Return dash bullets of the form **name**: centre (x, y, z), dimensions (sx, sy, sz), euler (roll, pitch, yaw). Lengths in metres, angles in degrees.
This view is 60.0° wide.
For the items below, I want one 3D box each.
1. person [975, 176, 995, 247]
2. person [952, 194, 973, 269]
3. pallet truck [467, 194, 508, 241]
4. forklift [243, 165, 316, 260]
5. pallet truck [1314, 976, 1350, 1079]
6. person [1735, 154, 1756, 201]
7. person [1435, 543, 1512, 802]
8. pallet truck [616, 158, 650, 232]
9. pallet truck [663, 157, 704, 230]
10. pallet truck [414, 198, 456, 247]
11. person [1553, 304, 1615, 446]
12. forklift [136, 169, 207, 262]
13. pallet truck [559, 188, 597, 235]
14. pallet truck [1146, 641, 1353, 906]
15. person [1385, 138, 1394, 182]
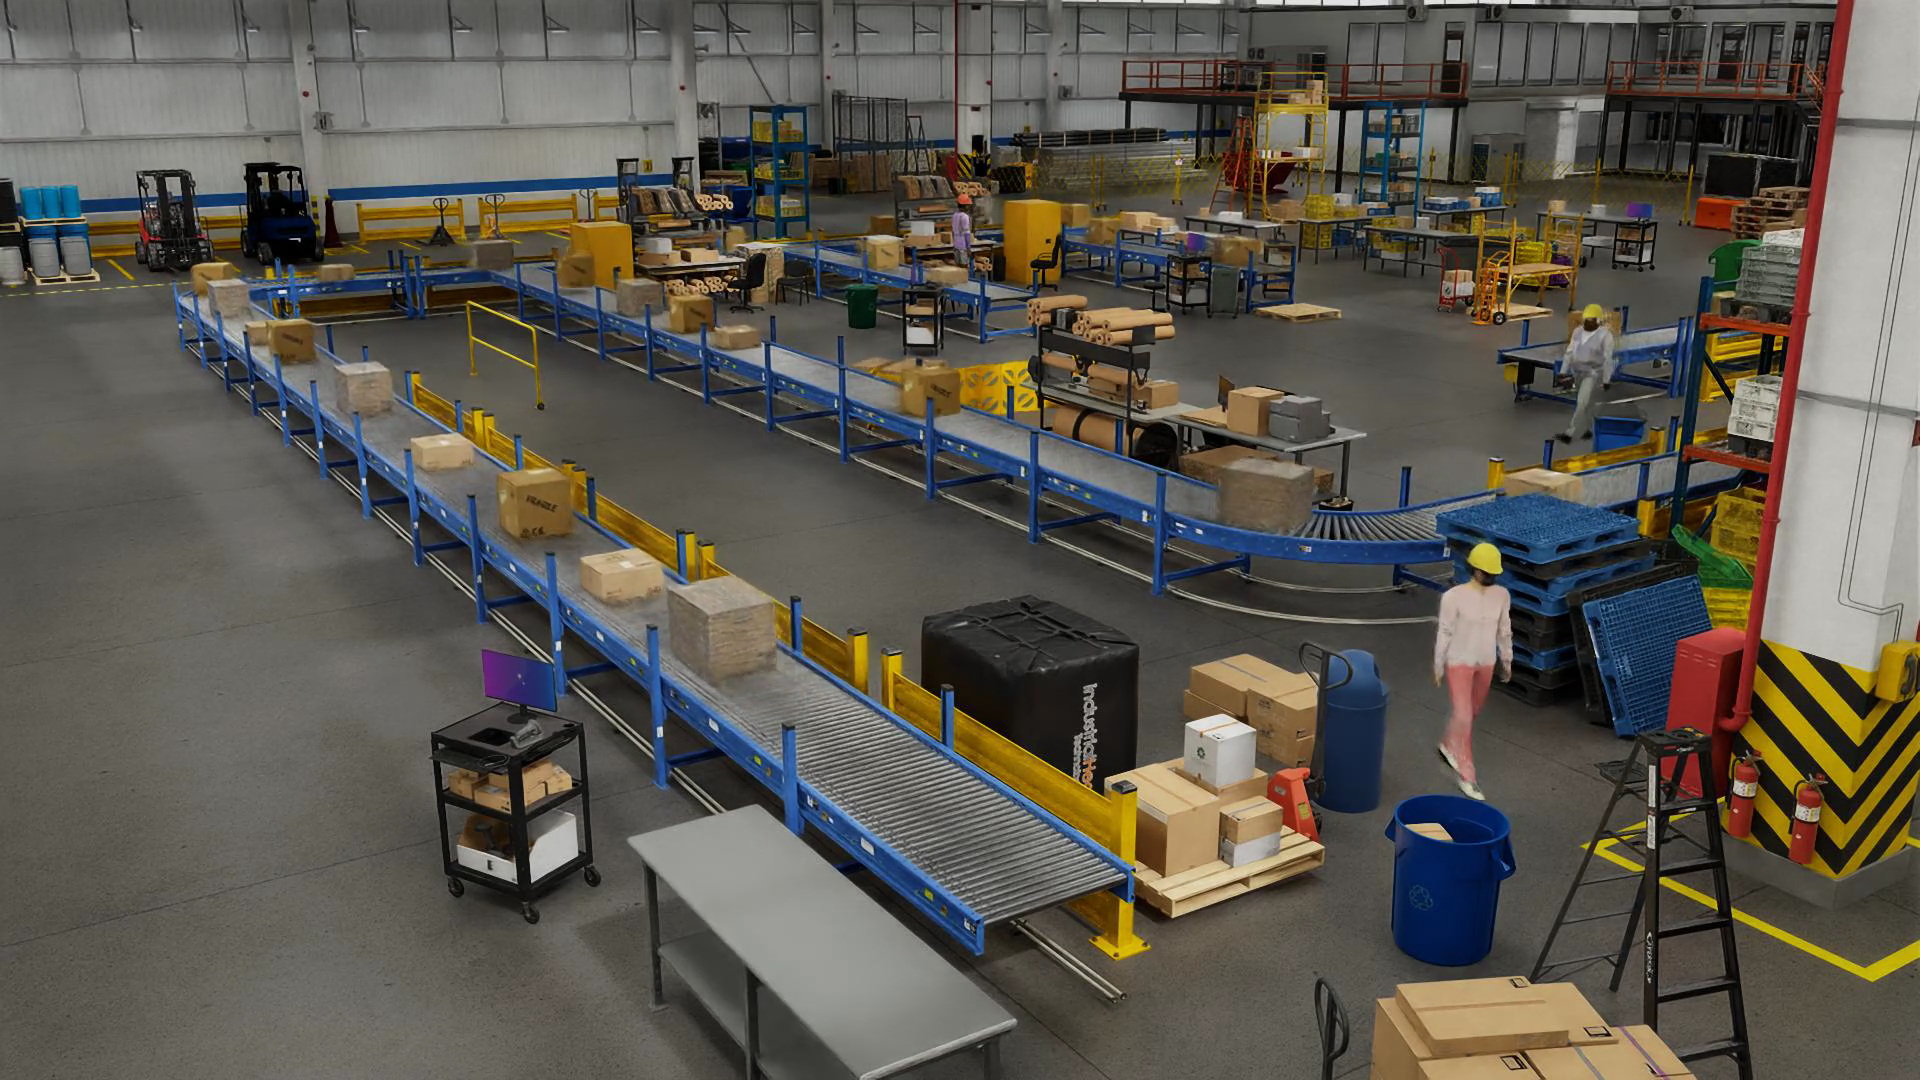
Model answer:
- **person**: centre (0.500, -7.750, 39.738), dimensions (0.936, 1.873, 0.652), euler (-8, 18, -24)
- **person**: centre (0.064, -5.851, 33.112), dimensions (0.377, 2.044, 0.608), euler (-9, 19, -27)
- **pallet truck**: centre (-11.983, -8.177, 42.137), dimensions (0.704, 1.261, 1.522), euler (-11, 20, -33)
- **forklift**: centre (-15.898, -7.669, 38.708), dimensions (1.157, 1.987, 2.680), euler (-11, 20, -33)
- **pallet truck**: centre (2.299, 2.390, 7.086), dimensions (1.601, 1.201, 0.680), euler (-2, 17, -7)
- **person**: centre (23.454, -10.640, 49.618), dimensions (0.541, 1.723, 0.910), euler (-6, 18, -19)
- **person**: centre (3.506, 0.841, 11.365), dimensions (0.541, 1.739, 0.740), euler (-5, 17, -16)
- **pallet truck**: centre (-8.918, -9.176, 44.255), dimensions (0.823, 1.965, 1.885), euler (-9, 19, -27)
- **pallet truck**: centre (-7.586, -9.308, 44.692), dimensions (0.823, 1.965, 1.885), euler (-11, 20, -33)
- **pallet truck**: centre (-13.250, -8.060, 41.856), dimensions (0.680, 1.201, 1.601), euler (-10, 20, -31)
- **person**: centre (7.897, -2.102, 21.084), dimensions (0.936, 1.782, 0.596), euler (-8, 18, -25)
- **forklift**: centre (-17.842, -7.318, 37.559), dimensions (1.157, 1.987, 2.680), euler (-10, 20, -31)
- **pallet truck**: centre (-10.010, -8.652, 43.699), dimensions (0.653, 1.274, 1.630), euler (-10, 20, -31)
- **pallet truck**: centre (1.664, 1.407, 10.232), dimensions (1.630, 1.274, 0.653), euler (-10, 20, -31)
- **person**: centre (14.482, -12.714, 56.287), dimensions (0.514, 1.844, 0.333), euler (-15, 22, -40)
